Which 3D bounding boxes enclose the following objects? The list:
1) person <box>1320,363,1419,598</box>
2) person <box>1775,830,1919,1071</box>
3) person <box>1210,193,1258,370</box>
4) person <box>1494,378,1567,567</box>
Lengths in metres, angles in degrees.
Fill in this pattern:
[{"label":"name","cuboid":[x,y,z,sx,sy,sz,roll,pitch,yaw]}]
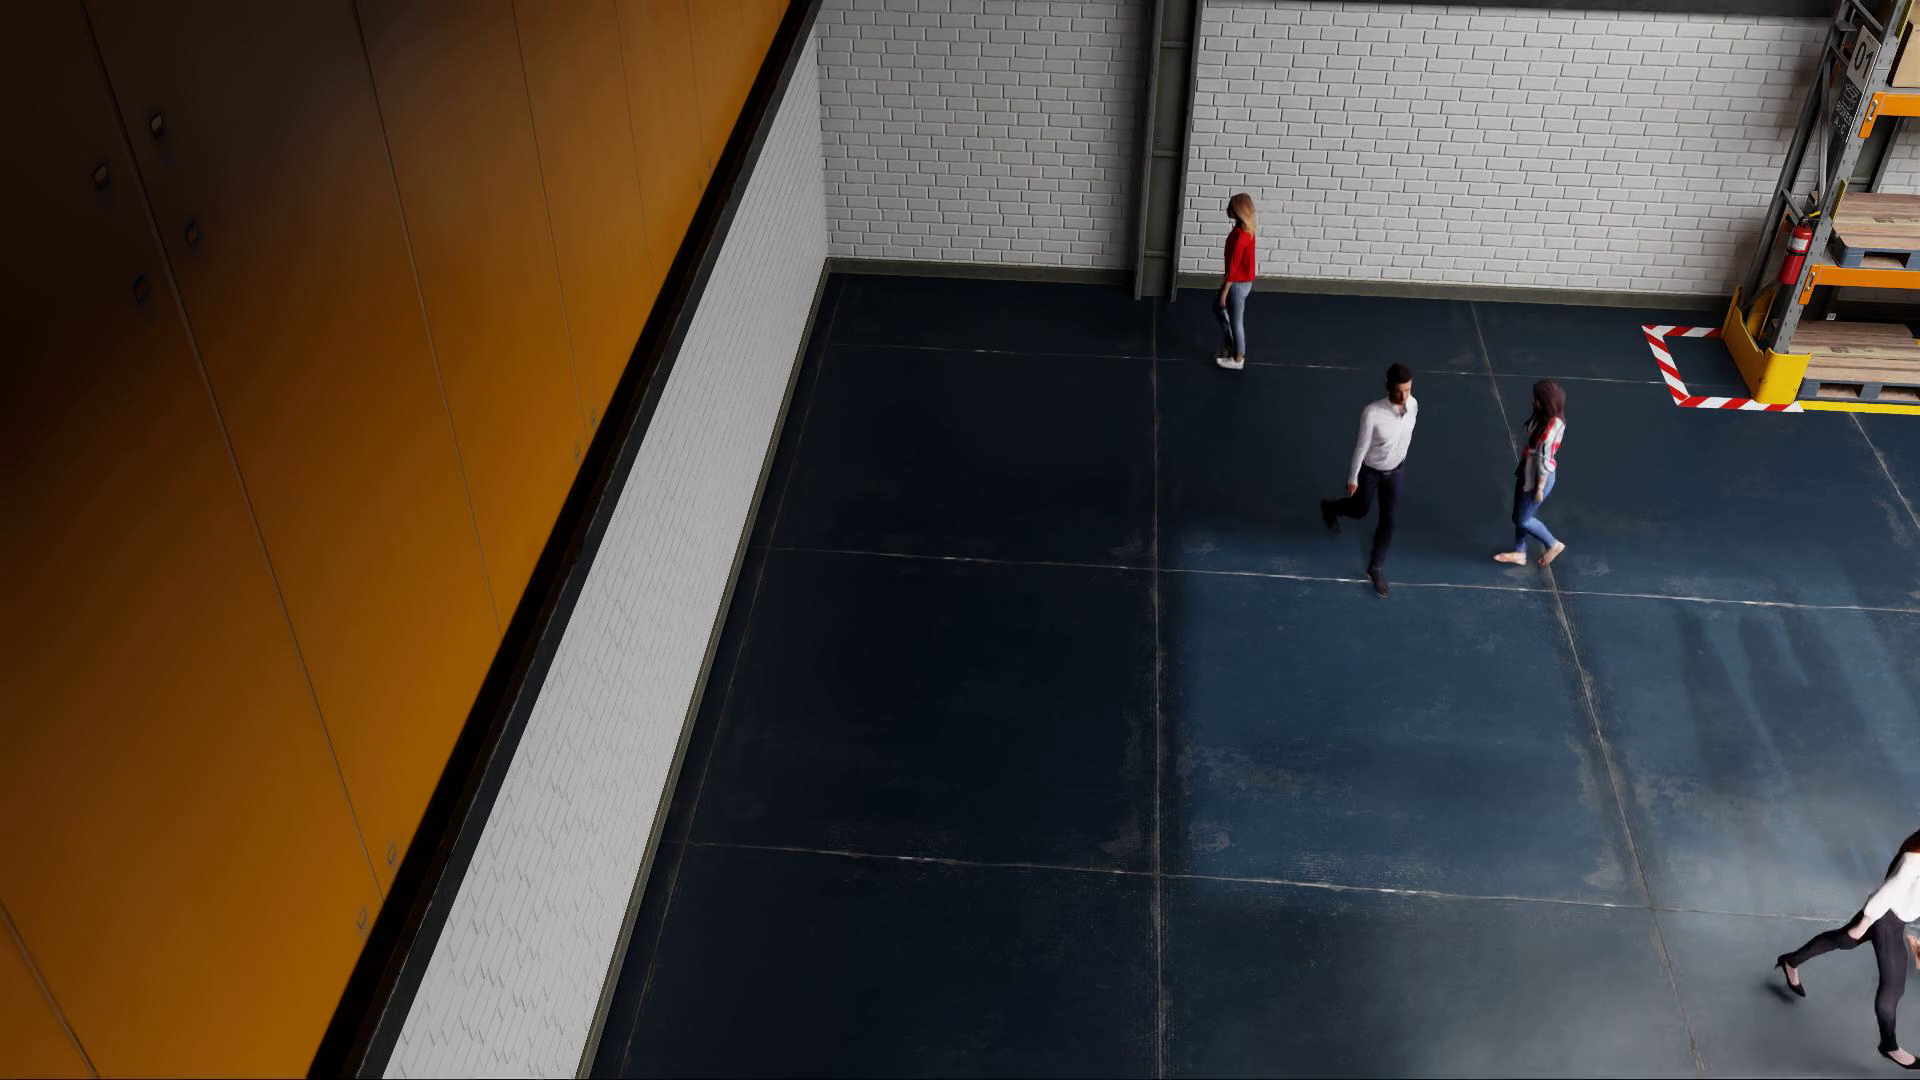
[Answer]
[{"label":"person","cuboid":[3.033,-0.566,12.235,1.193,1.828,0.982,-10,40,-12]},{"label":"person","cuboid":[4.989,2.029,9.086,1.073,1.703,1.175,-27,46,-30]},{"label":"person","cuboid":[2.477,-2.201,14.389,0.635,1.696,0.676,10,40,12]},{"label":"person","cuboid":[4.343,-0.466,12.299,0.709,1.593,0.628,2,39,2]}]
